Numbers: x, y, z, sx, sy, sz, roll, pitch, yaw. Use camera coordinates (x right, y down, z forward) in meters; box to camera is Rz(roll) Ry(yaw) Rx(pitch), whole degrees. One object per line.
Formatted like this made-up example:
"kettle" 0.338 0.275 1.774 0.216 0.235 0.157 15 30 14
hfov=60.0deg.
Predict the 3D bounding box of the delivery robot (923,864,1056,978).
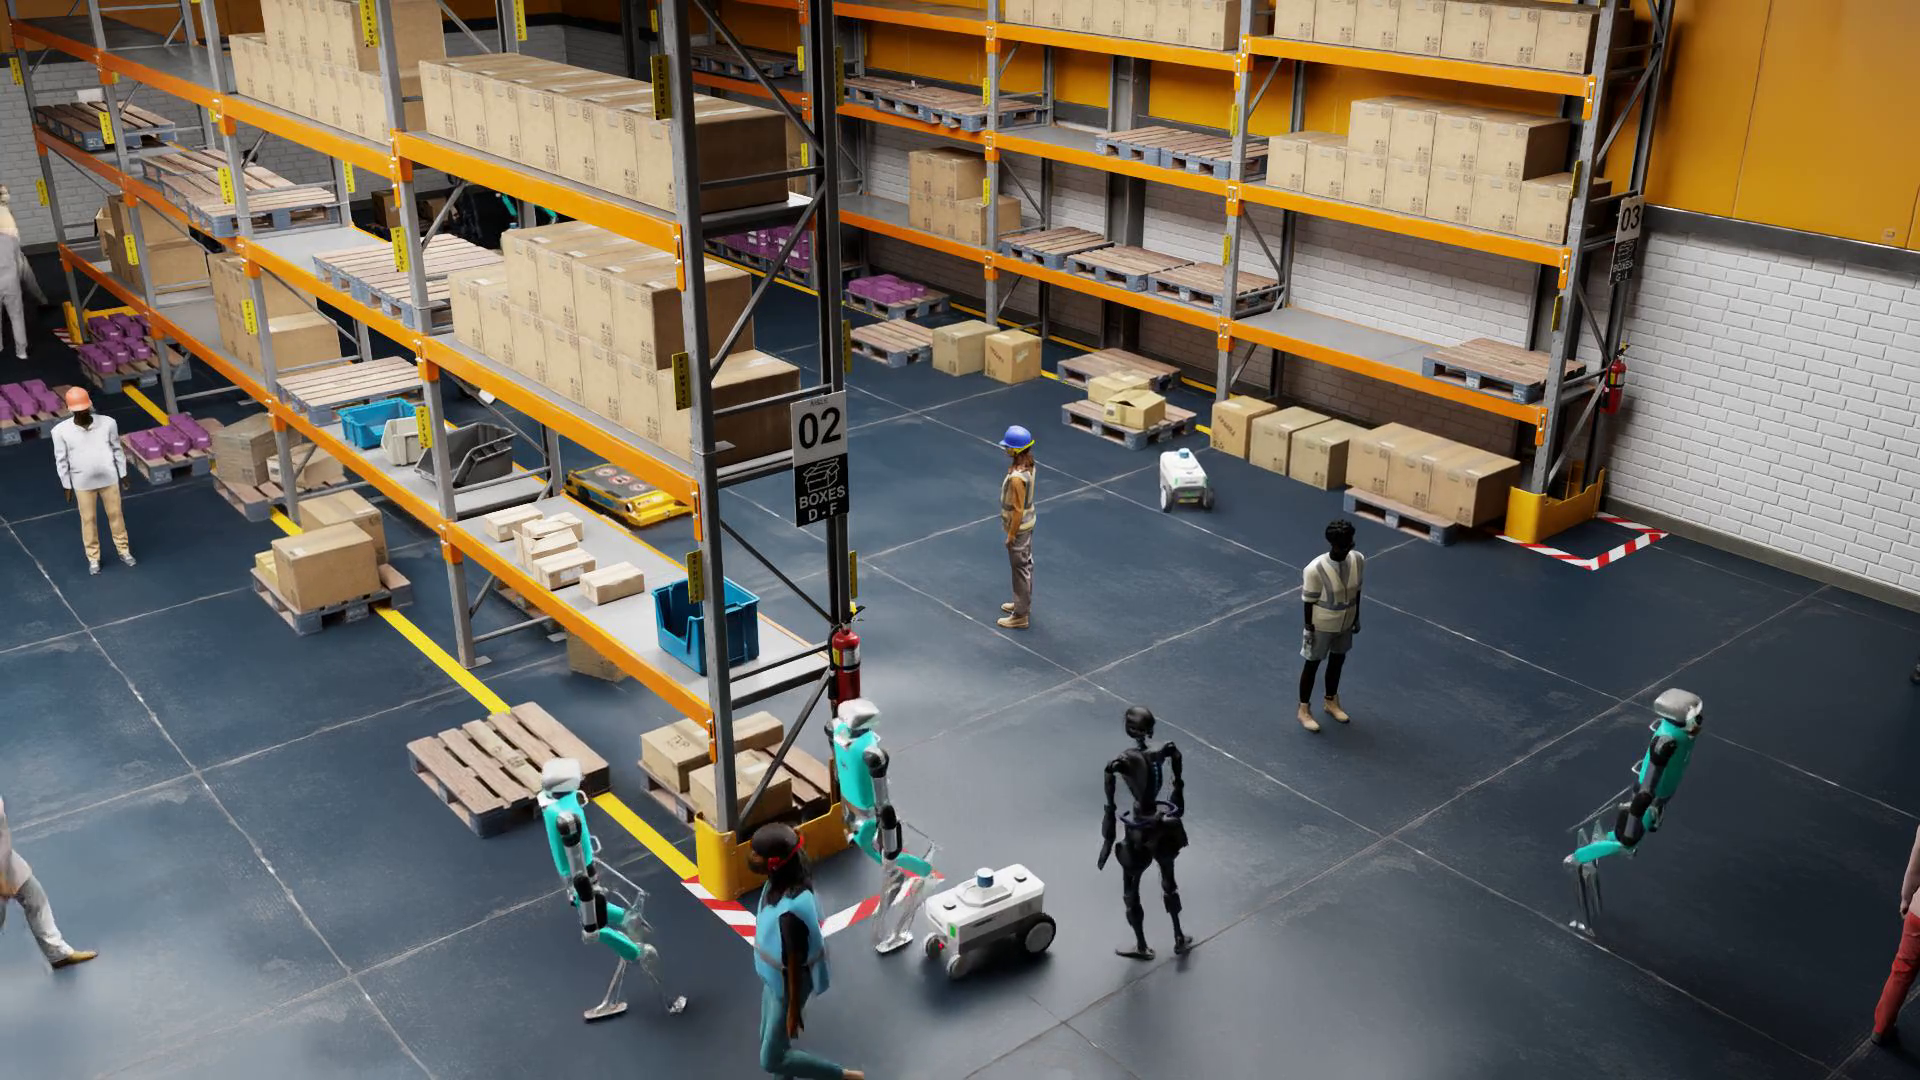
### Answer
"delivery robot" 0.169 2.262 10.066 0.814 0.612 0.499 -15 27 -30

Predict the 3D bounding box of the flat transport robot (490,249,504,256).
"flat transport robot" -6.116 -3.007 22.608 1.431 0.231 0.659 4 24 10

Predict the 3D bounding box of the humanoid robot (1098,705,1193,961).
"humanoid robot" 1.131 1.753 9.817 0.599 1.645 0.444 -12 26 -26

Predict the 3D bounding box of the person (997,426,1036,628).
"person" 0.481 -0.117 14.011 0.306 1.778 0.460 4 24 10

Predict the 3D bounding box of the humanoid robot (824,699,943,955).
"humanoid robot" -0.410 1.710 9.867 0.721 1.805 0.530 -17 28 -33

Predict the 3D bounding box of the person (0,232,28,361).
"person" -12.234 -3.247 21.153 0.637 1.856 0.947 -17 29 -34

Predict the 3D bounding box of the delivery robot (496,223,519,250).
"delivery robot" -6.985 -4.672 26.081 0.509 0.578 0.749 -2 23 -5

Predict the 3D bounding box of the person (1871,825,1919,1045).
"person" 5.358 2.054 9.012 0.347 1.758 0.520 -15 28 -31

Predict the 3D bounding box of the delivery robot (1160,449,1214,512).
"delivery robot" 2.245 -0.617 16.708 0.499 0.592 0.774 -2 23 -5

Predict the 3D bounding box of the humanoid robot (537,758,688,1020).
"humanoid robot" -1.871 1.997 9.280 0.834 1.865 0.542 -10 25 -21

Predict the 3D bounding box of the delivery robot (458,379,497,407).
"delivery robot" -5.553 -1.924 19.741 0.769 0.597 0.510 -20 30 -38

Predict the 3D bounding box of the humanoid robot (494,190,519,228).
"humanoid robot" -7.277 -5.672 27.069 0.796 1.889 0.563 7 24 15

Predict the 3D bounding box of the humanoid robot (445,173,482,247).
"humanoid robot" -7.351 -4.703 24.804 0.605 1.656 0.577 8 25 18

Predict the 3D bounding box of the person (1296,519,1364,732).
"person" 2.767 0.619 12.417 0.535 1.691 0.319 -12 26 -25

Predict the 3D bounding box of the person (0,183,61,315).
"person" -13.185 -4.016 22.985 0.965 1.834 0.549 -3 24 -8

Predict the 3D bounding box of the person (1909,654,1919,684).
"person" 7.803 0.265 12.950 0.546 1.924 0.382 14 27 29

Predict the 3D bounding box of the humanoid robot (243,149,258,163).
"humanoid robot" -11.136 -5.323 26.197 0.610 1.649 0.415 14 27 30

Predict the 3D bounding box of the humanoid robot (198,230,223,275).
"humanoid robot" -10.114 -3.796 22.679 0.629 1.639 0.591 18 29 36

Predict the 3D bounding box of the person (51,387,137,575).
"person" -7.824 -0.555 15.054 0.567 1.749 0.340 -17 28 -34

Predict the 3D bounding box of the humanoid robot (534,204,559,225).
"humanoid robot" -6.609 -5.502 26.522 0.872 1.771 0.589 -20 31 -39

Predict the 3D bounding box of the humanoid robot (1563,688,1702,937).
"humanoid robot" 3.936 1.645 10.033 0.760 1.797 0.530 18 29 36

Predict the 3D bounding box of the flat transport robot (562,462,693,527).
"flat transport robot" -3.360 -0.490 16.778 0.659 0.231 1.431 -21 31 -39

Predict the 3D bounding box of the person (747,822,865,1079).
"person" -0.845 2.248 8.443 0.528 1.844 0.541 -7 24 -15

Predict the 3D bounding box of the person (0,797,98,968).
"person" -5.602 1.888 9.558 0.802 1.625 0.452 -12 26 -26
